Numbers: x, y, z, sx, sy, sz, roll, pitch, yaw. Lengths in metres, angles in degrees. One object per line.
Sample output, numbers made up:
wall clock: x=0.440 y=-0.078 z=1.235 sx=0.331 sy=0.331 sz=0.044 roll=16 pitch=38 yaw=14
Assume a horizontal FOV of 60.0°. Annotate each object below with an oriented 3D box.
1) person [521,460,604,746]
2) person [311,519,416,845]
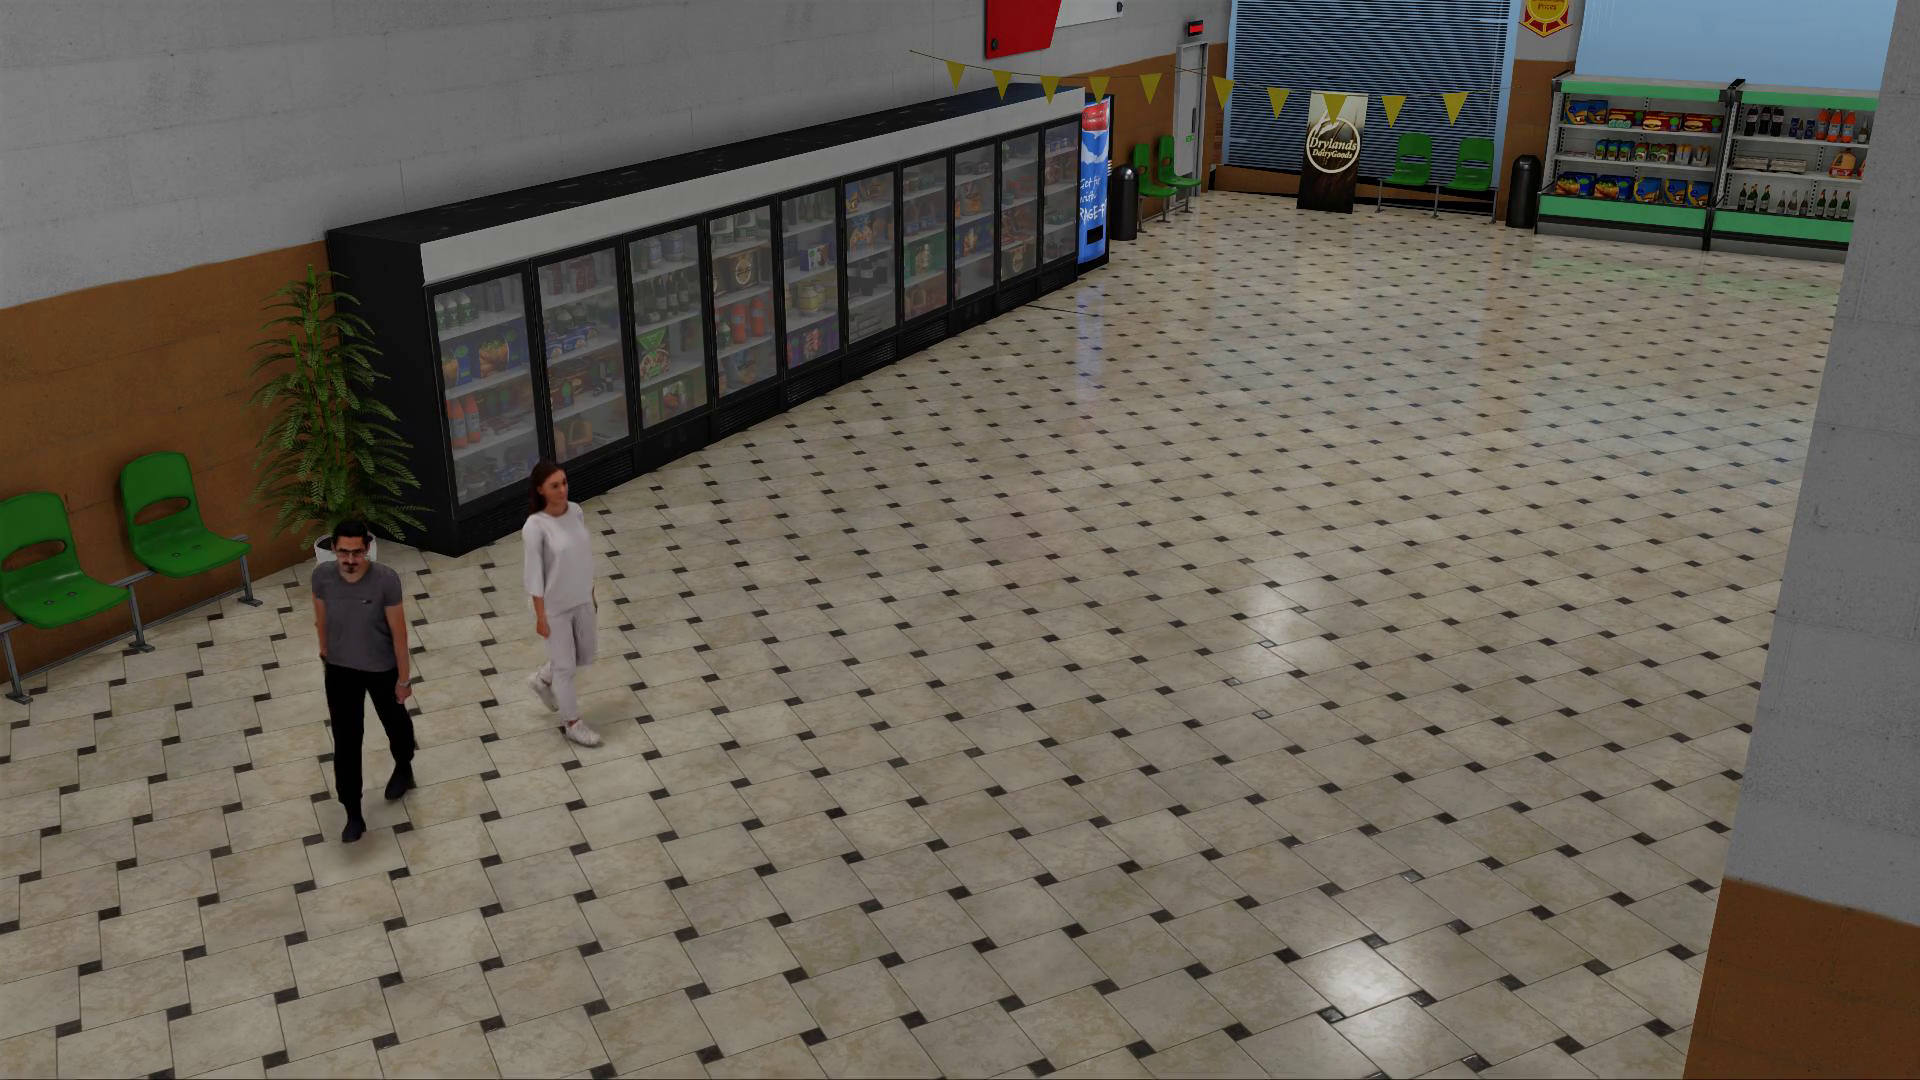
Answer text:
person: x=-2.285 y=0.333 z=9.335 sx=0.807 sy=1.679 sz=0.607 roll=12 pitch=25 yaw=27
person: x=-3.055 y=0.630 z=8.574 sx=1.115 sy=1.695 sz=1.116 roll=-2 pitch=22 yaw=-5
